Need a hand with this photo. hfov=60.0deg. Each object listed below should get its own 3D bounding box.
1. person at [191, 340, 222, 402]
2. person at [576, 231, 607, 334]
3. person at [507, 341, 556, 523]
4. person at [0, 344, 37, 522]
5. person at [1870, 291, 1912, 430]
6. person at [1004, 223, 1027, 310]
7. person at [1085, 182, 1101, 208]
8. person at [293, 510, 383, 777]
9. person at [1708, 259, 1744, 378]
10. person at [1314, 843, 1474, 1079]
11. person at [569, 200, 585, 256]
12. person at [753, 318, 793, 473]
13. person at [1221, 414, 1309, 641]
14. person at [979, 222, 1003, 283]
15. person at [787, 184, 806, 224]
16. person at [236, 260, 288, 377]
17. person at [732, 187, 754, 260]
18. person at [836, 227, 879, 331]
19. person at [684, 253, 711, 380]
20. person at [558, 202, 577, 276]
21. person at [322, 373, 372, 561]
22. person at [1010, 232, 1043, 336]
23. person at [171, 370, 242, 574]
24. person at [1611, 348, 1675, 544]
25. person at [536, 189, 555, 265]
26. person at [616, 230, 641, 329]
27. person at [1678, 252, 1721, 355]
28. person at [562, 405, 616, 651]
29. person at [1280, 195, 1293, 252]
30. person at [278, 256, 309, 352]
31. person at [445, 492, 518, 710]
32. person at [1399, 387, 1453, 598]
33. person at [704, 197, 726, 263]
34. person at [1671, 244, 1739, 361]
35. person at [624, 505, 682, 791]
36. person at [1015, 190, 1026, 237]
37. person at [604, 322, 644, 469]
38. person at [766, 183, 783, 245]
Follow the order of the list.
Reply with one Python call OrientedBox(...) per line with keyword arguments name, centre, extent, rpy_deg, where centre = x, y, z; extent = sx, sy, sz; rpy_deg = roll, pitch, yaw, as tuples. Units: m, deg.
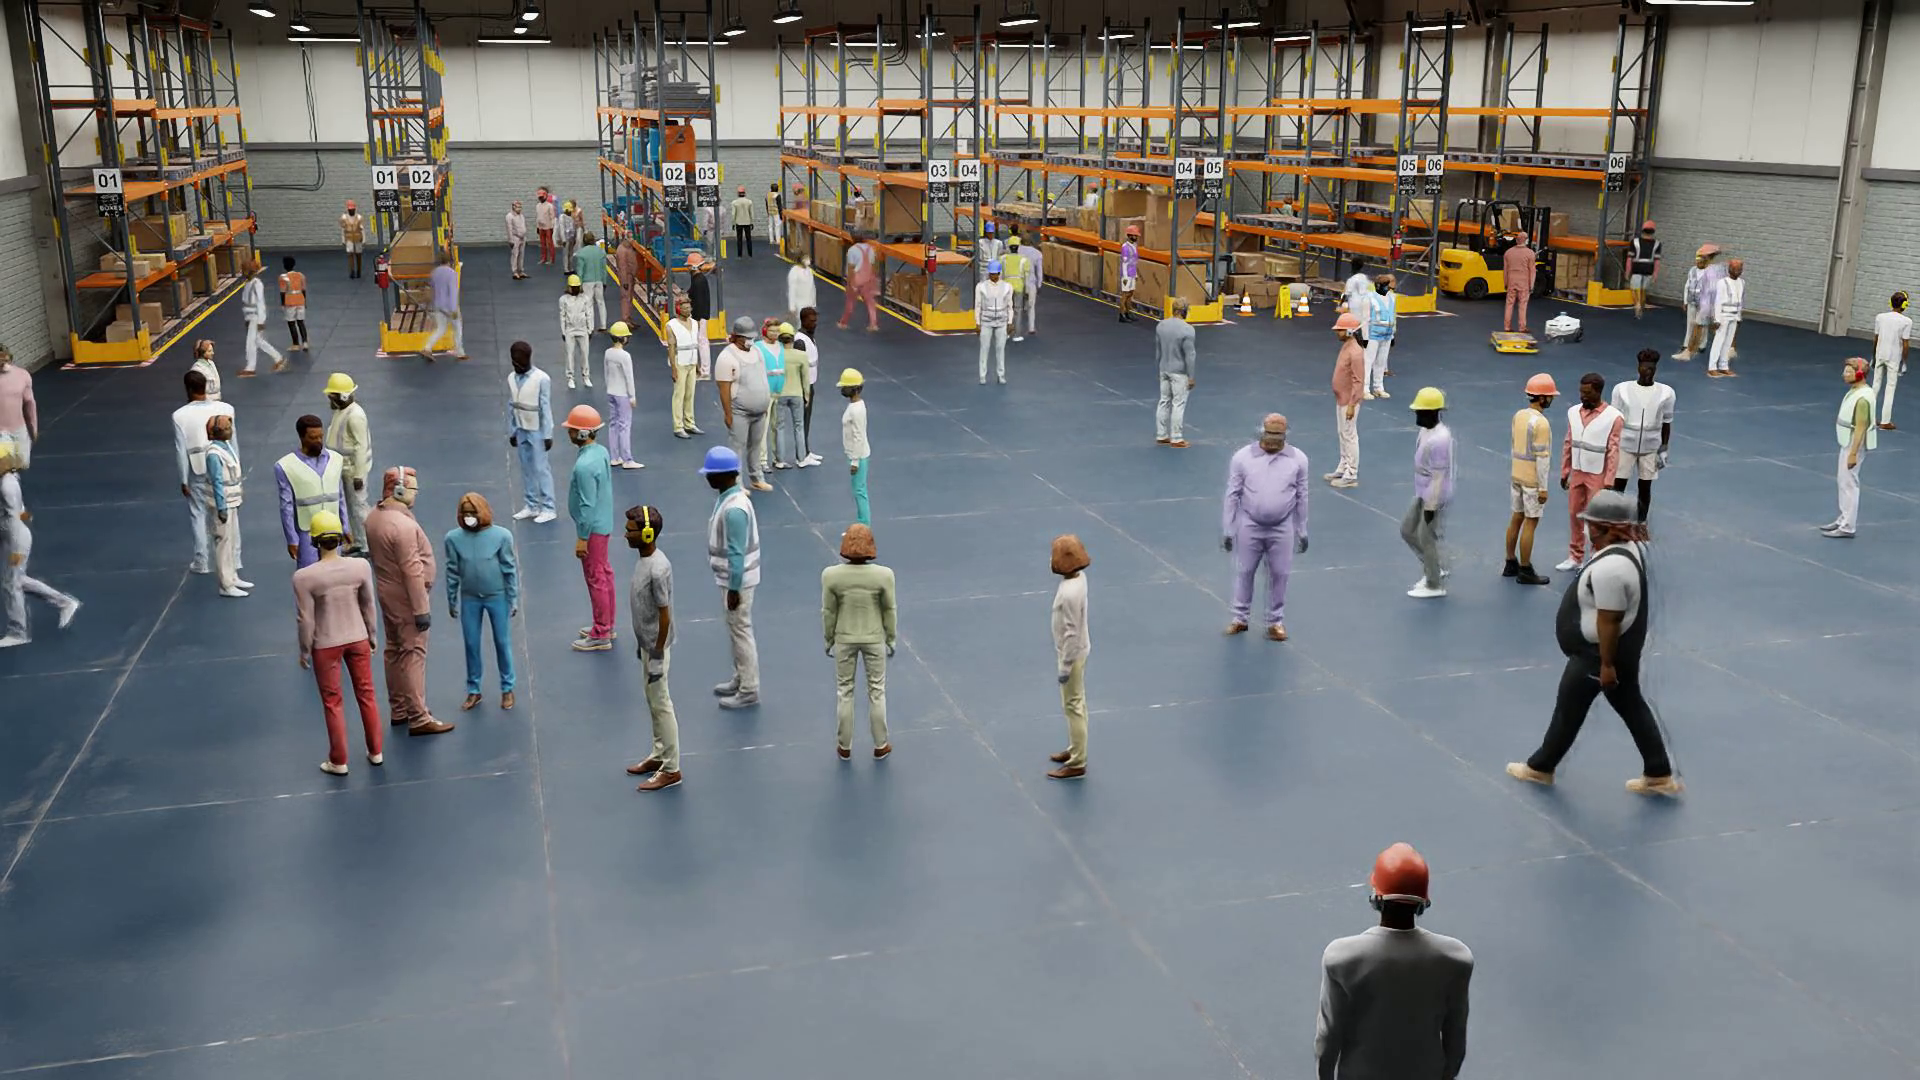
OrientedBox(name="person", centre=(-8.816, -1.536, 19.504), extent=(0.314, 1.631, 0.516), rpy_deg=(-1, 15, -4))
OrientedBox(name="person", centre=(-6.946, -4.854, 31.425), extent=(0.629, 1.932, 0.378), rpy_deg=(-13, 20, -41))
OrientedBox(name="person", centre=(-4.510, -1.148, 17.526), extent=(0.591, 1.911, 0.388), rpy_deg=(10, 18, 34))
OrientedBox(name="person", centre=(-10.135, -1.163, 17.603), extent=(0.785, 1.893, 0.681), rpy_deg=(9, 17, 31))
OrientedBox(name="person", centre=(12.504, -2.415, 22.382), extent=(0.329, 1.862, 0.502), rpy_deg=(-10, 18, -32))
OrientedBox(name="person", centre=(1.183, -5.700, 34.776), extent=(0.504, 1.843, 0.755), rpy_deg=(-5, 16, -19))
OrientedBox(name="person", centre=(4.018, -9.734, 49.792), extent=(0.392, 1.920, 0.556), rpy_deg=(-13, 20, -40))
OrientedBox(name="person", centre=(-4.091, 0.673, 10.931), extent=(0.531, 1.767, 0.328), rpy_deg=(-13, 20, -41))
OrientedBox(name="person", centre=(12.253, -3.536, 26.543), extent=(0.584, 1.883, 0.337), rpy_deg=(-8, 17, -29))
OrientedBox(name="person", centre=(1.579, 1.948, 6.156), extent=(0.567, 1.751, 0.329), rpy_deg=(-1, 15, -3))
OrientedBox(name="person", centre=(-10.852, -8.758, 46.760), extent=(0.539, 1.588, 0.733), rpy_deg=(0, 15, 1))
OrientedBox(name="person", centre=(-2.262, -1.737, 19.848), extent=(0.389, 1.846, 0.567), rpy_deg=(14, 20, 41))
OrientedBox(name="person", centre=(2.476, -0.095, 13.624), extent=(0.730, 1.894, 0.399), rpy_deg=(2, 15, 7))
OrientedBox(name="person", centre=(0.584, -5.393, 33.409), extent=(0.605, 1.948, 0.391), rpy_deg=(-4, 15, -16))
OrientedBox(name="person", centre=(-4.762, -9.314, 48.169), extent=(0.982, 1.943, 0.630), rpy_deg=(3, 15, 11))
OrientedBox(name="person", centre=(-11.292, -3.566, 26.712), extent=(0.818, 1.861, 0.588), rpy_deg=(-12, 19, -38))
OrientedBox(name="person", centre=(-5.994, -8.741, 45.934), extent=(0.609, 1.986, 0.393), rpy_deg=(-4, 15, -14))
OrientedBox(name="person", centre=(-1.931, -5.021, 31.831), extent=(0.690, 2.000, 1.041), rpy_deg=(-14, 20, -43))
OrientedBox(name="person", centre=(-4.141, -3.528, 26.300), extent=(0.395, 1.992, 0.622), rpy_deg=(-1, 15, -3))
OrientedBox(name="person", centre=(-9.843, -7.569, 41.838), extent=(0.403, 1.822, 0.588), rpy_deg=(4, 15, 13))
OrientedBox(name="person", centre=(-5.852, -0.697, 15.960), extent=(0.404, 1.830, 0.599), rpy_deg=(-9, 17, -31))
OrientedBox(name="person", centre=(1.234, -4.808, 31.297), extent=(0.638, 1.920, 0.508), rpy_deg=(1, 15, 3))
OrientedBox(name="person", centre=(-7.041, -0.641, 15.609), extent=(0.596, 1.908, 0.416), rpy_deg=(-14, 20, -43))
OrientedBox(name="person", centre=(6.768, -0.937, 16.605), extent=(0.606, 1.966, 0.367), rpy_deg=(4, 15, 15))
OrientedBox(name="person", centre=(-11.109, -8.369, 44.517), extent=(0.622, 1.994, 0.381), rpy_deg=(9, 17, 30))
OrientedBox(name="person", centre=(-6.401, -5.030, 32.136), extent=(0.399, 1.902, 0.643), rpy_deg=(0, 15, 0))
OrientedBox(name="person", centre=(12.874, -4.150, 28.950), extent=(0.403, 1.831, 0.597), rpy_deg=(-11, 18, -36))
OrientedBox(name="person", centre=(-2.975, -0.105, 13.415), extent=(0.375, 1.997, 0.611), rpy_deg=(0, 15, 0))
OrientedBox(name="person", centre=(9.480, -9.152, 48.156), extent=(0.285, 1.633, 0.497), rpy_deg=(-5, 16, -17))
OrientedBox(name="person", centre=(-11.673, -4.130, 29.159), extent=(0.409, 1.684, 0.537), rpy_deg=(8, 17, 29))
OrientedBox(name="person", centre=(-3.465, 0.438, 12.087), extent=(0.511, 1.626, 0.281), rpy_deg=(0, 15, -2))
OrientedBox(name="person", centre=(4.142, -0.413, 14.743), extent=(0.437, 1.906, 0.611), rpy_deg=(1, 15, 4))
OrientedBox(name="person", centre=(-6.633, -8.392, 44.956), extent=(0.645, 1.815, 0.688), rpy_deg=(-5, 16, -17))
OrientedBox(name="person", centre=(12.670, -3.972, 28.008), extent=(1.026, 1.985, 0.609), rpy_deg=(9, 17, 29))
OrientedBox(name="person", centre=(-1.995, 0.684, 10.690), extent=(0.328, 1.872, 0.510), rpy_deg=(-6, 16, -22))
OrientedBox(name="person", centre=(1.771, -9.444, 49.090), extent=(0.531, 1.728, 0.546), rpy_deg=(4, 15, 15))
OrientedBox(name="person", centre=(-4.065, -1.737, 19.999), extent=(0.323, 1.769, 0.523), rpy_deg=(-13, 20, -41))
OrientedBox(name="person", centre=(-5.629, -9.937, 50.730), extent=(0.638, 1.840, 0.429), rpy_deg=(13, 20, 40))
